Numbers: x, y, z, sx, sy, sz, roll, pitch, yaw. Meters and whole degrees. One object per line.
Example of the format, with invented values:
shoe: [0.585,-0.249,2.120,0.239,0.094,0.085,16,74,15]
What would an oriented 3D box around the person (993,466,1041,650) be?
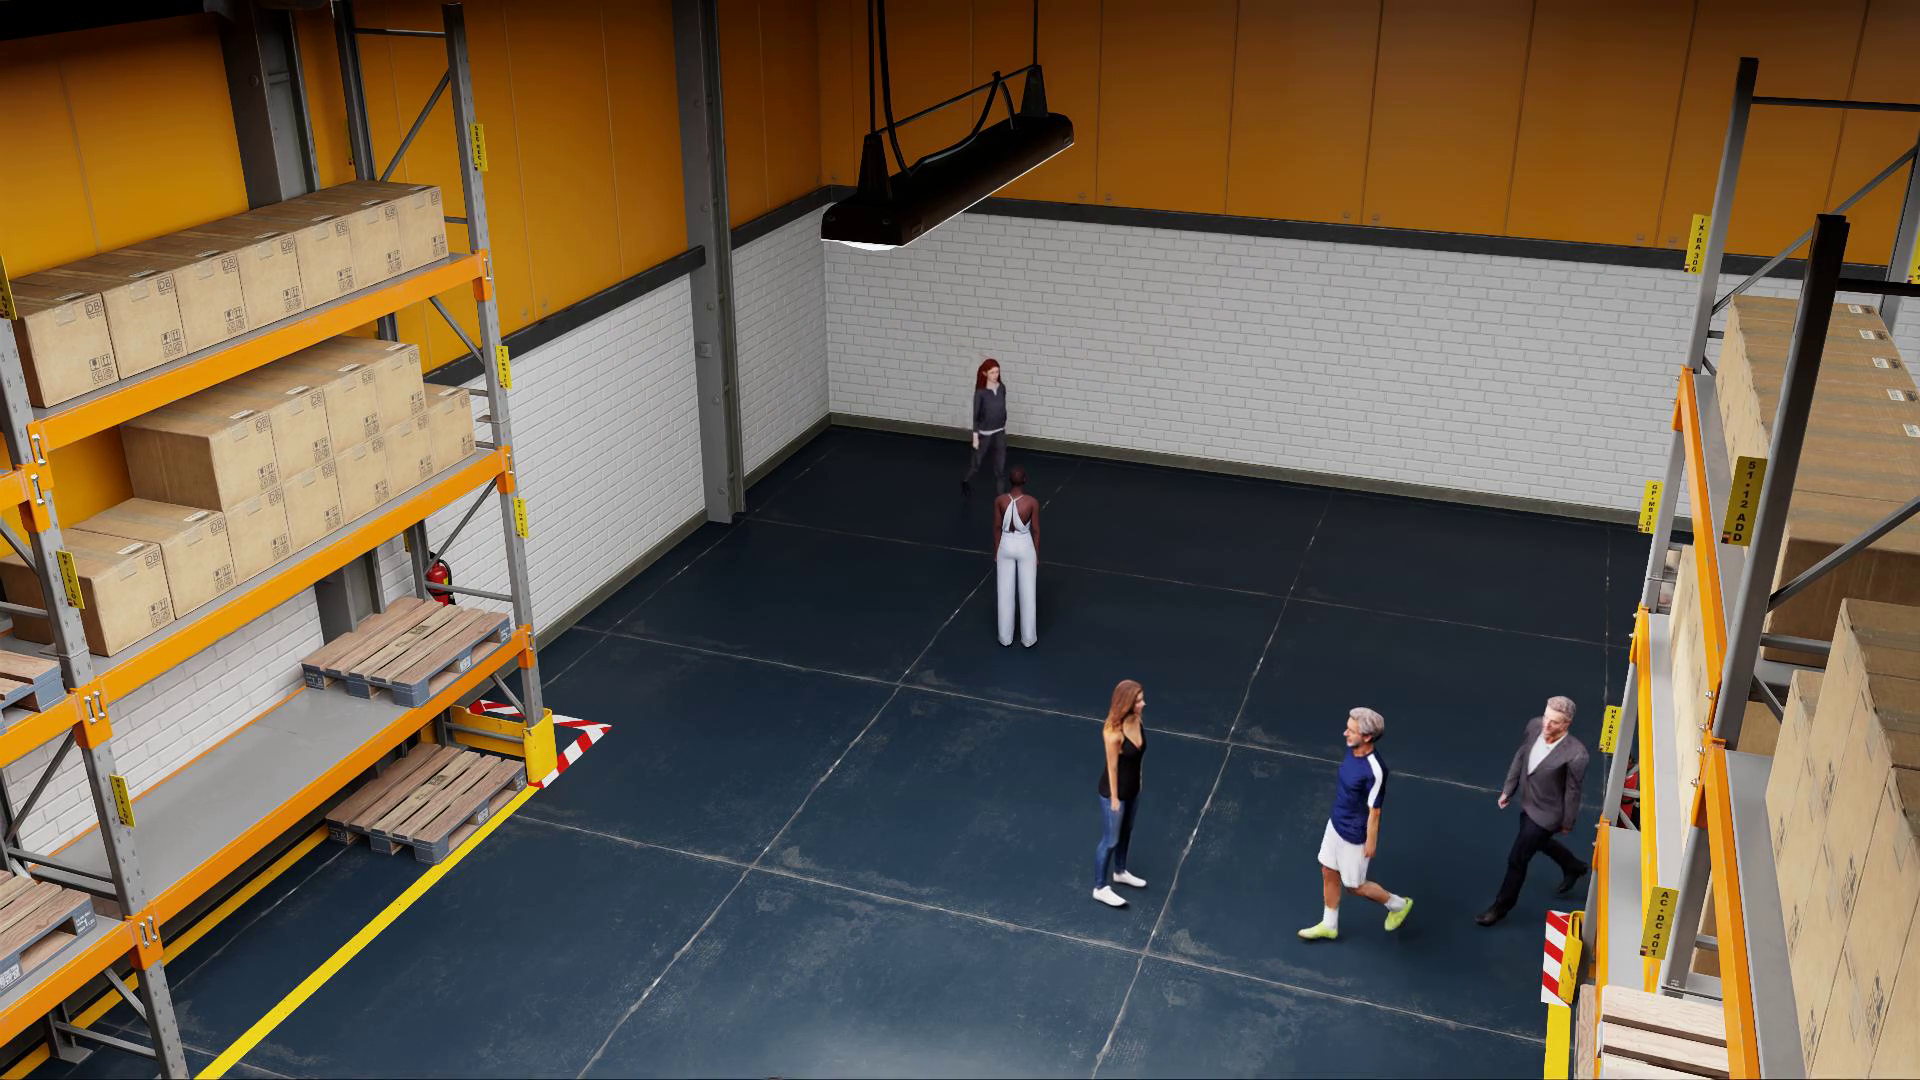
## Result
person: [0.518,0.153,15.344,0.616,1.782,0.551,4,24,8]

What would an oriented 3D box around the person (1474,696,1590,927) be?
person: [4.078,1.834,11.488,1.226,1.792,1.233,-6,24,-13]

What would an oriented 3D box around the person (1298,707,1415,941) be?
person: [2.723,1.939,11.211,1.004,1.821,1.045,-4,24,-10]

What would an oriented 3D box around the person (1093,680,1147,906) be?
person: [1.133,1.756,11.755,0.690,1.721,0.546,16,28,32]

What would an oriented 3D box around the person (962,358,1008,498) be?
person: [0.268,-1.163,18.403,1.149,1.744,1.130,-13,27,-27]
